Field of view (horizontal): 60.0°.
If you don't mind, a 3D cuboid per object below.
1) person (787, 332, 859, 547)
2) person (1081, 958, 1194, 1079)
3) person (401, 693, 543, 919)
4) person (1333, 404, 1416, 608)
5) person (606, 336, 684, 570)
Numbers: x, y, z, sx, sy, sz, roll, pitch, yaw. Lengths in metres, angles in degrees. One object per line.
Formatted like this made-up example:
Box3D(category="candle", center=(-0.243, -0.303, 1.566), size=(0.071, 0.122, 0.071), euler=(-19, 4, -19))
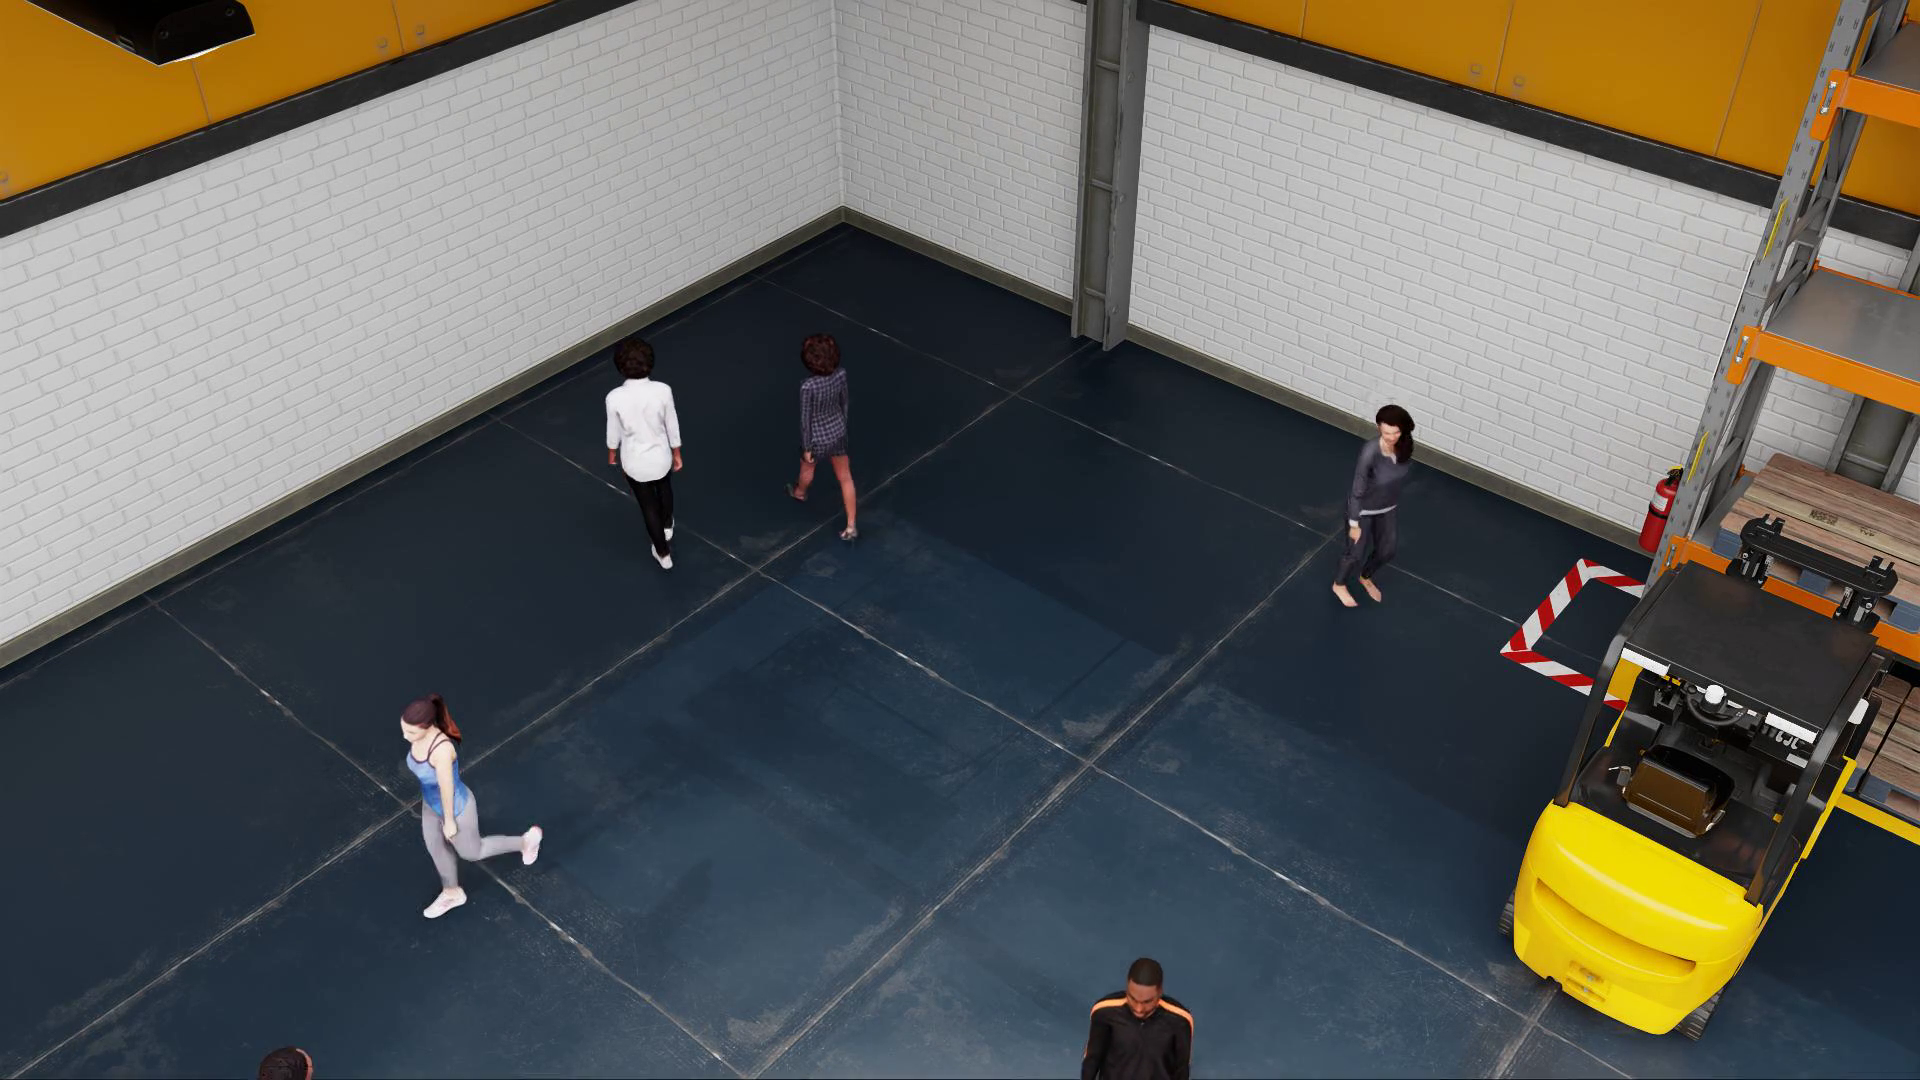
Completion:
Box3D(category="person", center=(-0.905, -0.673, 11.843), size=(0.778, 1.650, 1.115), euler=(-26, 46, -29))
Box3D(category="person", center=(0.834, 2.487, 7.774), size=(0.871, 1.790, 0.897), euler=(8, 39, 10))
Box3D(category="person", center=(-2.768, 1.444, 9.243), size=(0.718, 1.587, 0.952), euler=(-27, 46, -29))
Box3D(category="person", center=(2.758, -0.251, 11.247), size=(0.739, 1.734, 0.763), euler=(-28, 46, -30))
Box3D(category="person", center=(-2.162, -0.548, 11.576), size=(0.848, 1.788, 0.944), euler=(-15, 41, -18))
